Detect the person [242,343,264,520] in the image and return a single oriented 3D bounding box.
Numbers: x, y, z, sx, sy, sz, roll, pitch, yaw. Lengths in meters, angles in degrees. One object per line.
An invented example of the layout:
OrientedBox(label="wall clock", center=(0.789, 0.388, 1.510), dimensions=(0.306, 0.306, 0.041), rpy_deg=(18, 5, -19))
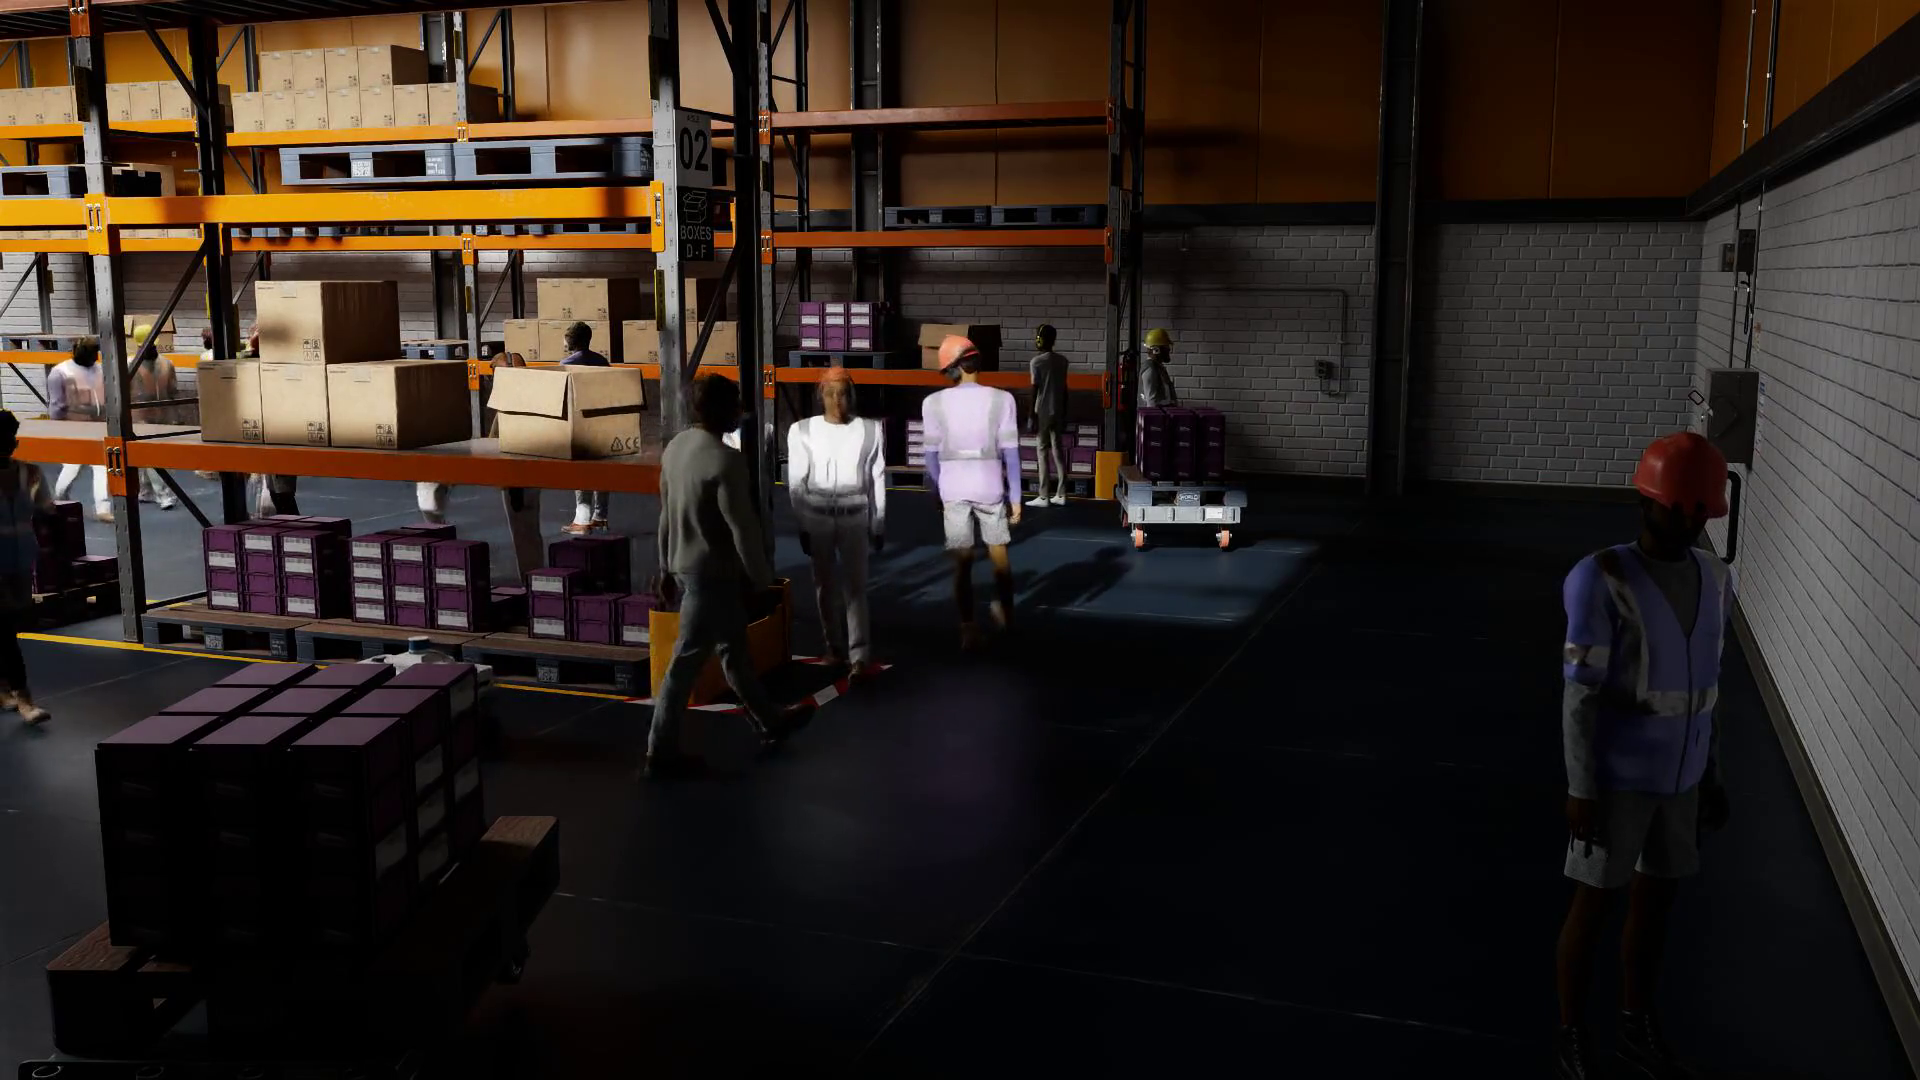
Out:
OrientedBox(label="person", center=(-6.756, -1.061, 16.069), dimensions=(0.744, 1.732, 0.589), rpy_deg=(-5, 10, -29))

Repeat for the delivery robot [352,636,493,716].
OrientedBox(label="delivery robot", center=(-2.682, 0.722, 8.284), dimensions=(0.707, 0.478, 0.477), rpy_deg=(4, 10, 22))

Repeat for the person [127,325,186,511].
OrientedBox(label="person", center=(-8.168, -1.243, 16.867), dimensions=(0.921, 1.857, 0.661), rpy_deg=(4, 10, 25))

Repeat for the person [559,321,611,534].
OrientedBox(label="person", center=(-3.435, -1.020, 15.183), dimensions=(0.364, 1.939, 0.636), rpy_deg=(5, 10, 26))

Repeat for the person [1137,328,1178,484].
OrientedBox(label="person", center=(1.953, -1.175, 16.474), dimensions=(0.404, 1.837, 0.590), rpy_deg=(1, 9, 9))

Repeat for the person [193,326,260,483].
OrientedBox(label="person", center=(-8.369, -1.534, 18.903), dimensions=(1.002, 1.777, 0.642), rpy_deg=(6, 11, 33))

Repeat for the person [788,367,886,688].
OrientedBox(label="person", center=(-0.706, -0.084, 9.660), dimensions=(0.561, 1.827, 1.030), rpy_deg=(-1, 9, -5))

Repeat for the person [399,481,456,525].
OrientedBox(label="person", center=(-4.144, -0.510, 12.937), dimensions=(0.424, 1.623, 0.531), rpy_deg=(3, 10, 20))

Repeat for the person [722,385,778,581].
OrientedBox(label="person", center=(-1.444, -0.262, 11.440), dimensions=(0.530, 1.600, 0.788), rpy_deg=(-6, 11, -34))

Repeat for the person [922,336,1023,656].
OrientedBox(label="person", center=(0.082, -0.301, 10.575), dimensions=(0.638, 1.972, 0.924), rpy_deg=(0, 9, 2))

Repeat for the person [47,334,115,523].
OrientedBox(label="person", center=(-8.402, -1.069, 15.929), dimensions=(0.817, 1.807, 0.639), rpy_deg=(7, 11, 37))

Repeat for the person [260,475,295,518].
OrientedBox(label="person", center=(-5.781, -0.897, 14.292), dimensions=(0.777, 1.966, 0.654), rpy_deg=(2, 9, 12))

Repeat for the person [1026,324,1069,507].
OrientedBox(label="person", center=(0.901, -1.266, 16.994), dimensions=(0.508, 1.862, 0.325), rpy_deg=(-8, 12, -40))

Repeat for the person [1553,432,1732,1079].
OrientedBox(label="person", center=(1.953, 0.655, 4.698), dimensions=(0.542, 1.928, 0.374), rpy_deg=(-3, 10, -20))

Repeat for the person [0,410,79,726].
OrientedBox(label="person", center=(-4.977, 0.139, 8.752), dimensions=(0.827, 1.647, 0.557), rpy_deg=(5, 10, 27))

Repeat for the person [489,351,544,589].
OrientedBox(label="person", center=(-3.067, -0.385, 11.537), dimensions=(0.428, 1.836, 0.626), rpy_deg=(-1, 9, -9))

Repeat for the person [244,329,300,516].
OrientedBox(label="person", center=(-5.444, -0.705, 13.211), dimensions=(0.358, 1.938, 0.542), rpy_deg=(-6, 11, -35))

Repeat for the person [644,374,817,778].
OrientedBox(label="person", center=(-1.101, 0.157, 7.932), dimensions=(1.005, 1.885, 0.658), rpy_deg=(-6, 11, -33))
